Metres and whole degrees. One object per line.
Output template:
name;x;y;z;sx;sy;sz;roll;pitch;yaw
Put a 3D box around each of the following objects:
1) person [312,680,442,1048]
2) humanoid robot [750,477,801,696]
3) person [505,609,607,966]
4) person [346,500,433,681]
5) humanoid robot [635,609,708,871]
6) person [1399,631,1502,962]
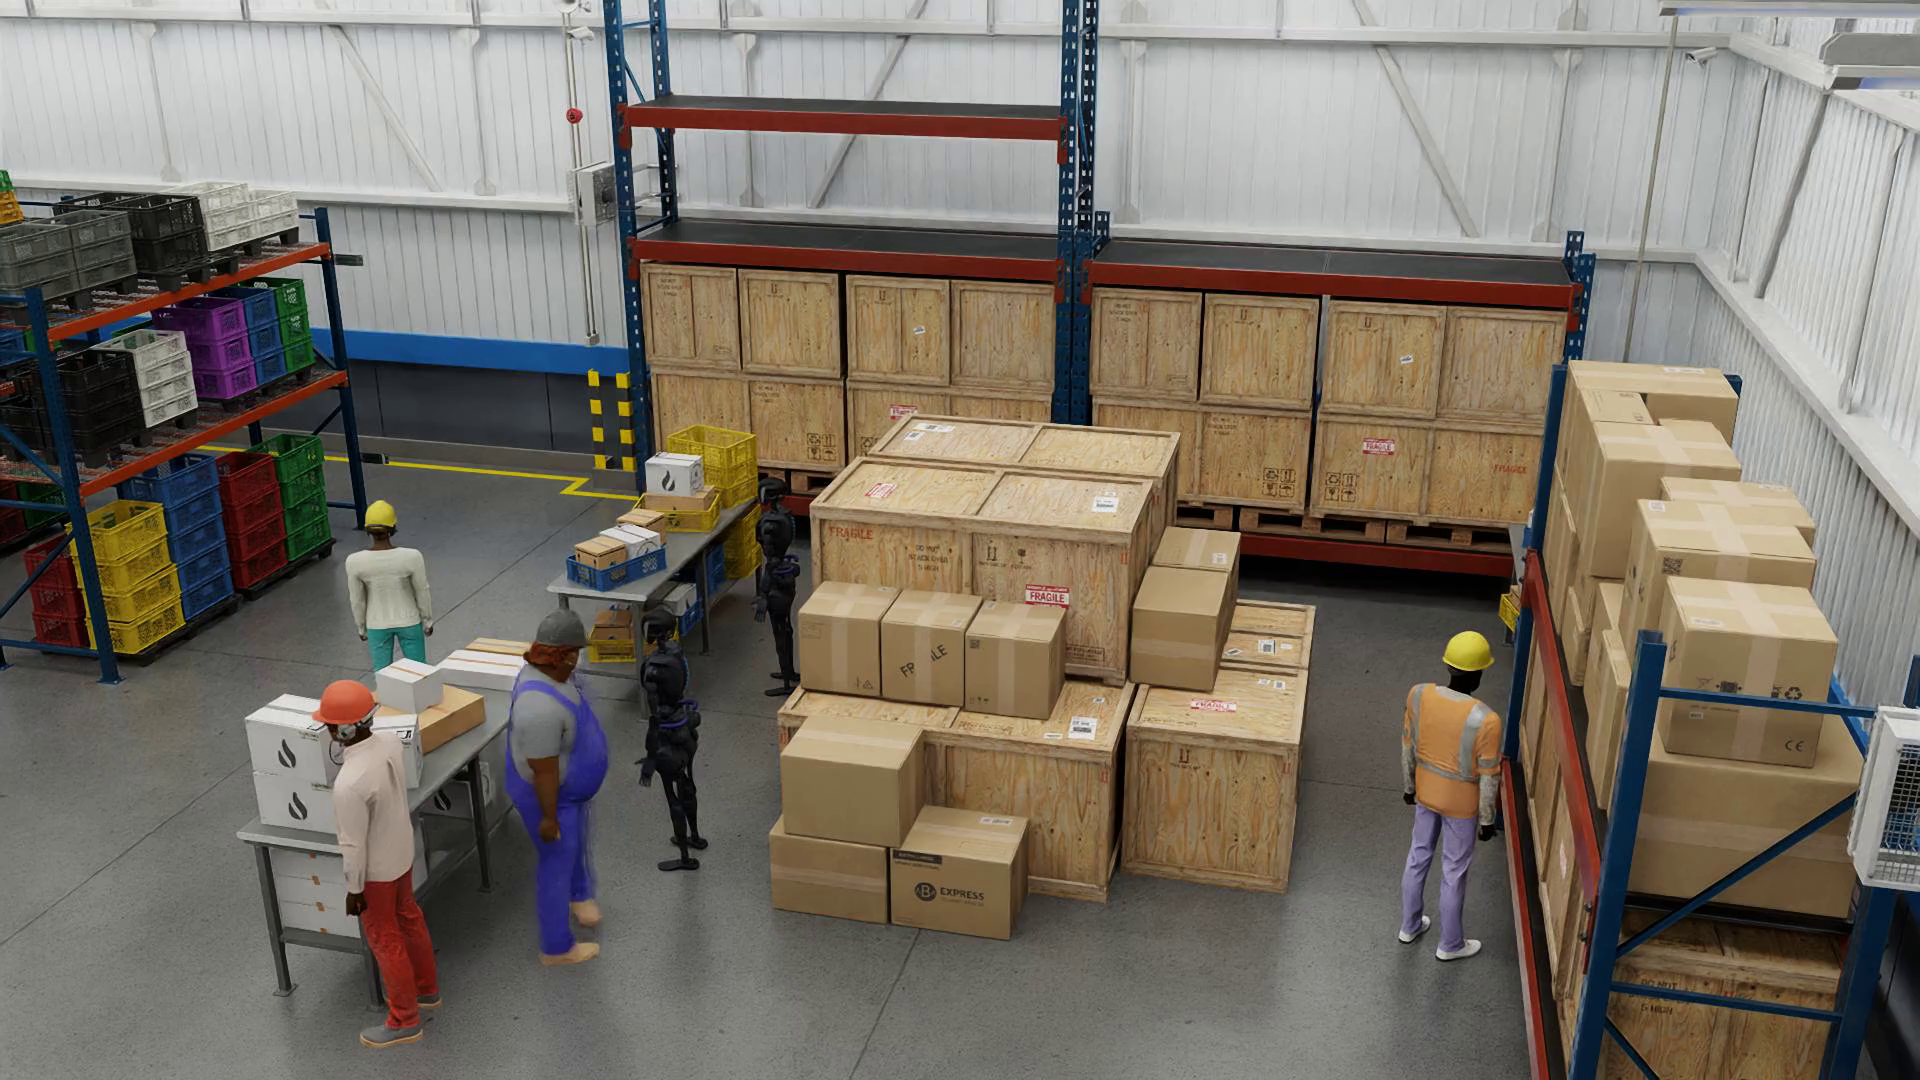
person;-2.962;1.613;8.422;0.399;1.987;0.612;2;21;4
humanoid robot;-1.351;0.327;12.195;0.327;1.660;0.590;2;21;4
person;-2.212;1.318;9.118;0.550;2.000;0.714;-4;21;-9
person;-3.894;0.574;11.445;0.524;1.768;0.311;-5;21;-13
humanoid robot;-1.734;1.186;9.948;0.315;1.657;0.599;3;21;9
person;2.671;1.392;9.081;0.365;1.928;0.584;-17;27;-37
